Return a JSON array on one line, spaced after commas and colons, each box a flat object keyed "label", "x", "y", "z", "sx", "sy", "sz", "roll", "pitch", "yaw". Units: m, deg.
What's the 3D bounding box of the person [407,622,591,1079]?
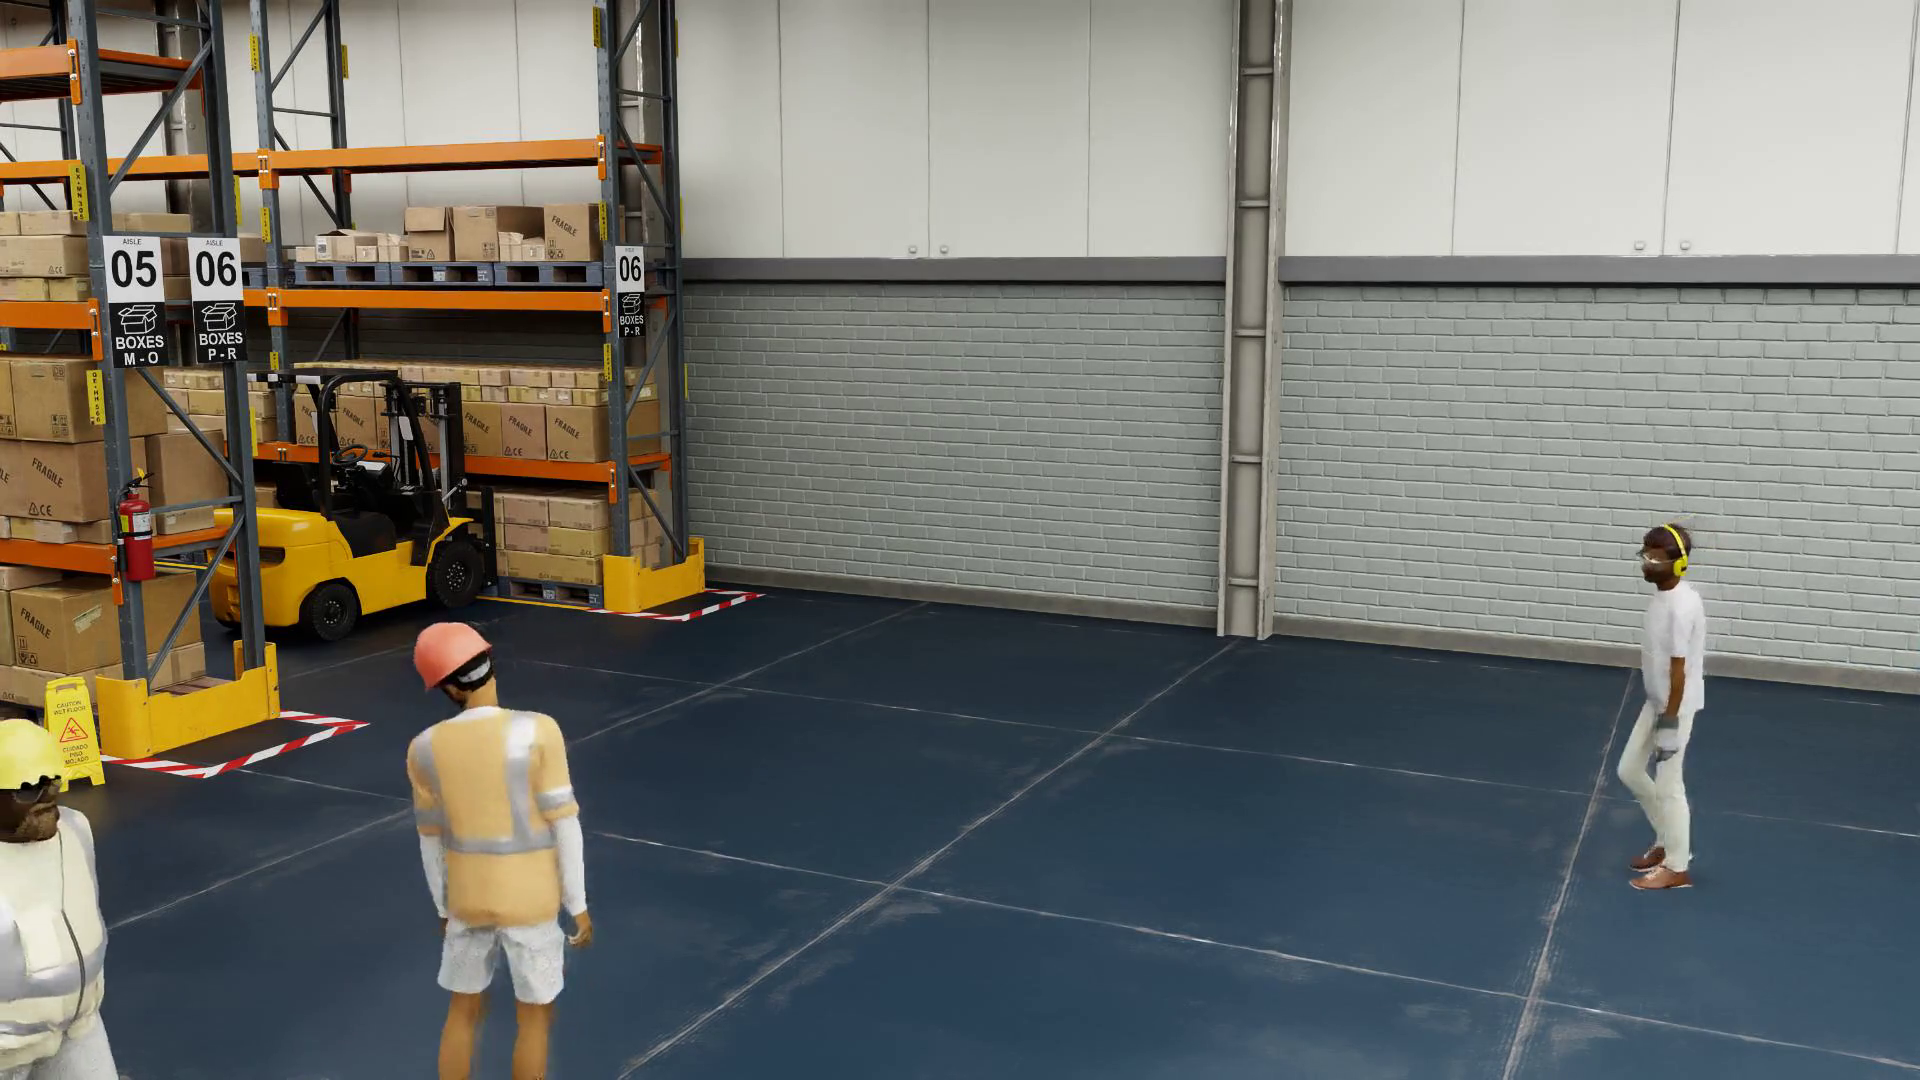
[{"label": "person", "x": -1.547, "y": 1.213, "z": 5.507, "sx": 0.660, "sy": 1.883, "sz": 0.392, "roll": 2, "pitch": 10, "yaw": 15}]

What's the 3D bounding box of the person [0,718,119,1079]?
[{"label": "person", "x": -2.665, "y": 1.380, "z": 4.771, "sx": 0.951, "sy": 1.780, "sz": 0.608, "roll": 3, "pitch": 10, "yaw": 17}]

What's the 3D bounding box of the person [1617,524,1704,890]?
[{"label": "person", "x": 3.398, "y": 0.822, "z": 8.019, "sx": 0.418, "sy": 1.836, "sz": 0.548, "roll": 1, "pitch": 9, "yaw": 5}]
